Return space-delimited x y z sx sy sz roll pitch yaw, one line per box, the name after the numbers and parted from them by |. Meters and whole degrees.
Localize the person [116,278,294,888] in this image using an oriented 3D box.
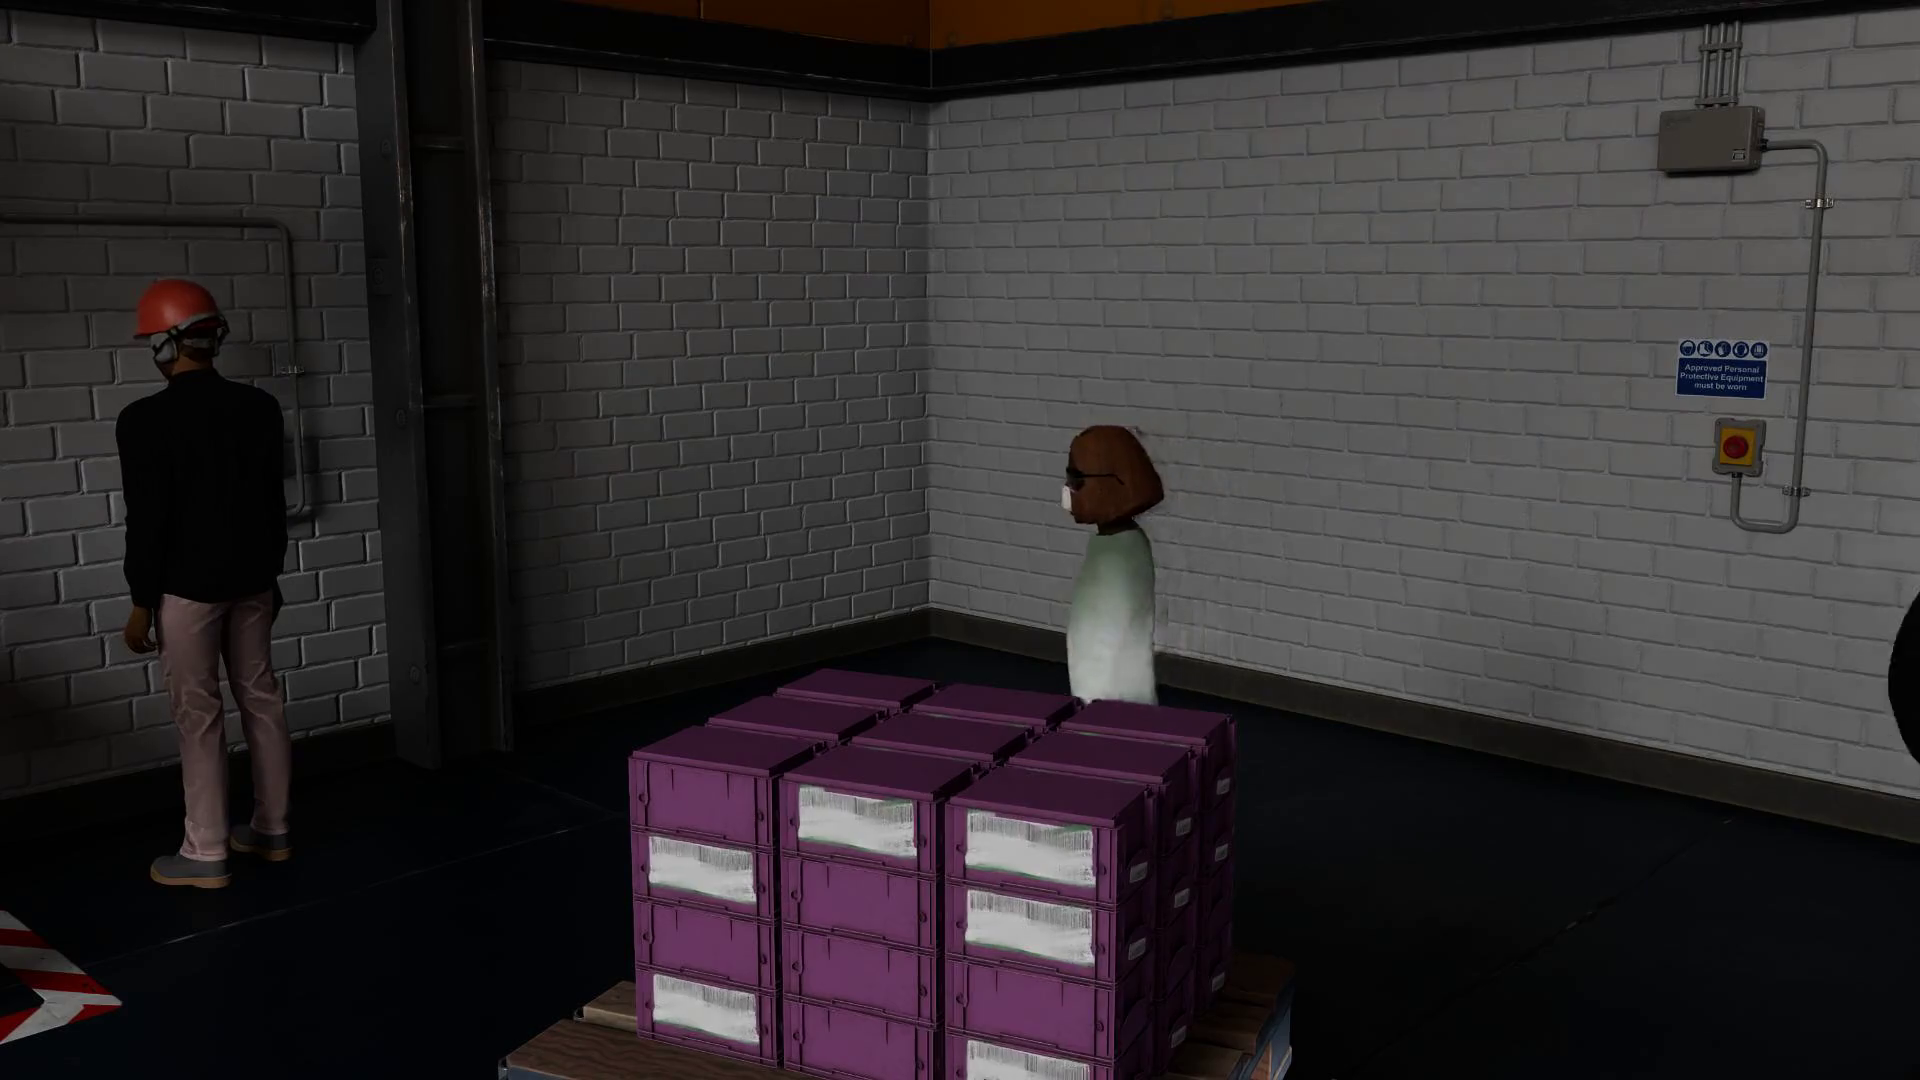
-2.481 0.143 5.482 0.382 1.993 0.609 4 10 25 | person

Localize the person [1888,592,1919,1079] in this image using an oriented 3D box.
2.464 0.423 3.616 0.876 2.000 0.676 4 10 21 | person

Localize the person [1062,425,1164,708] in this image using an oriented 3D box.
0.367 0.509 4.376 0.368 1.619 0.506 0 9 0 | person
